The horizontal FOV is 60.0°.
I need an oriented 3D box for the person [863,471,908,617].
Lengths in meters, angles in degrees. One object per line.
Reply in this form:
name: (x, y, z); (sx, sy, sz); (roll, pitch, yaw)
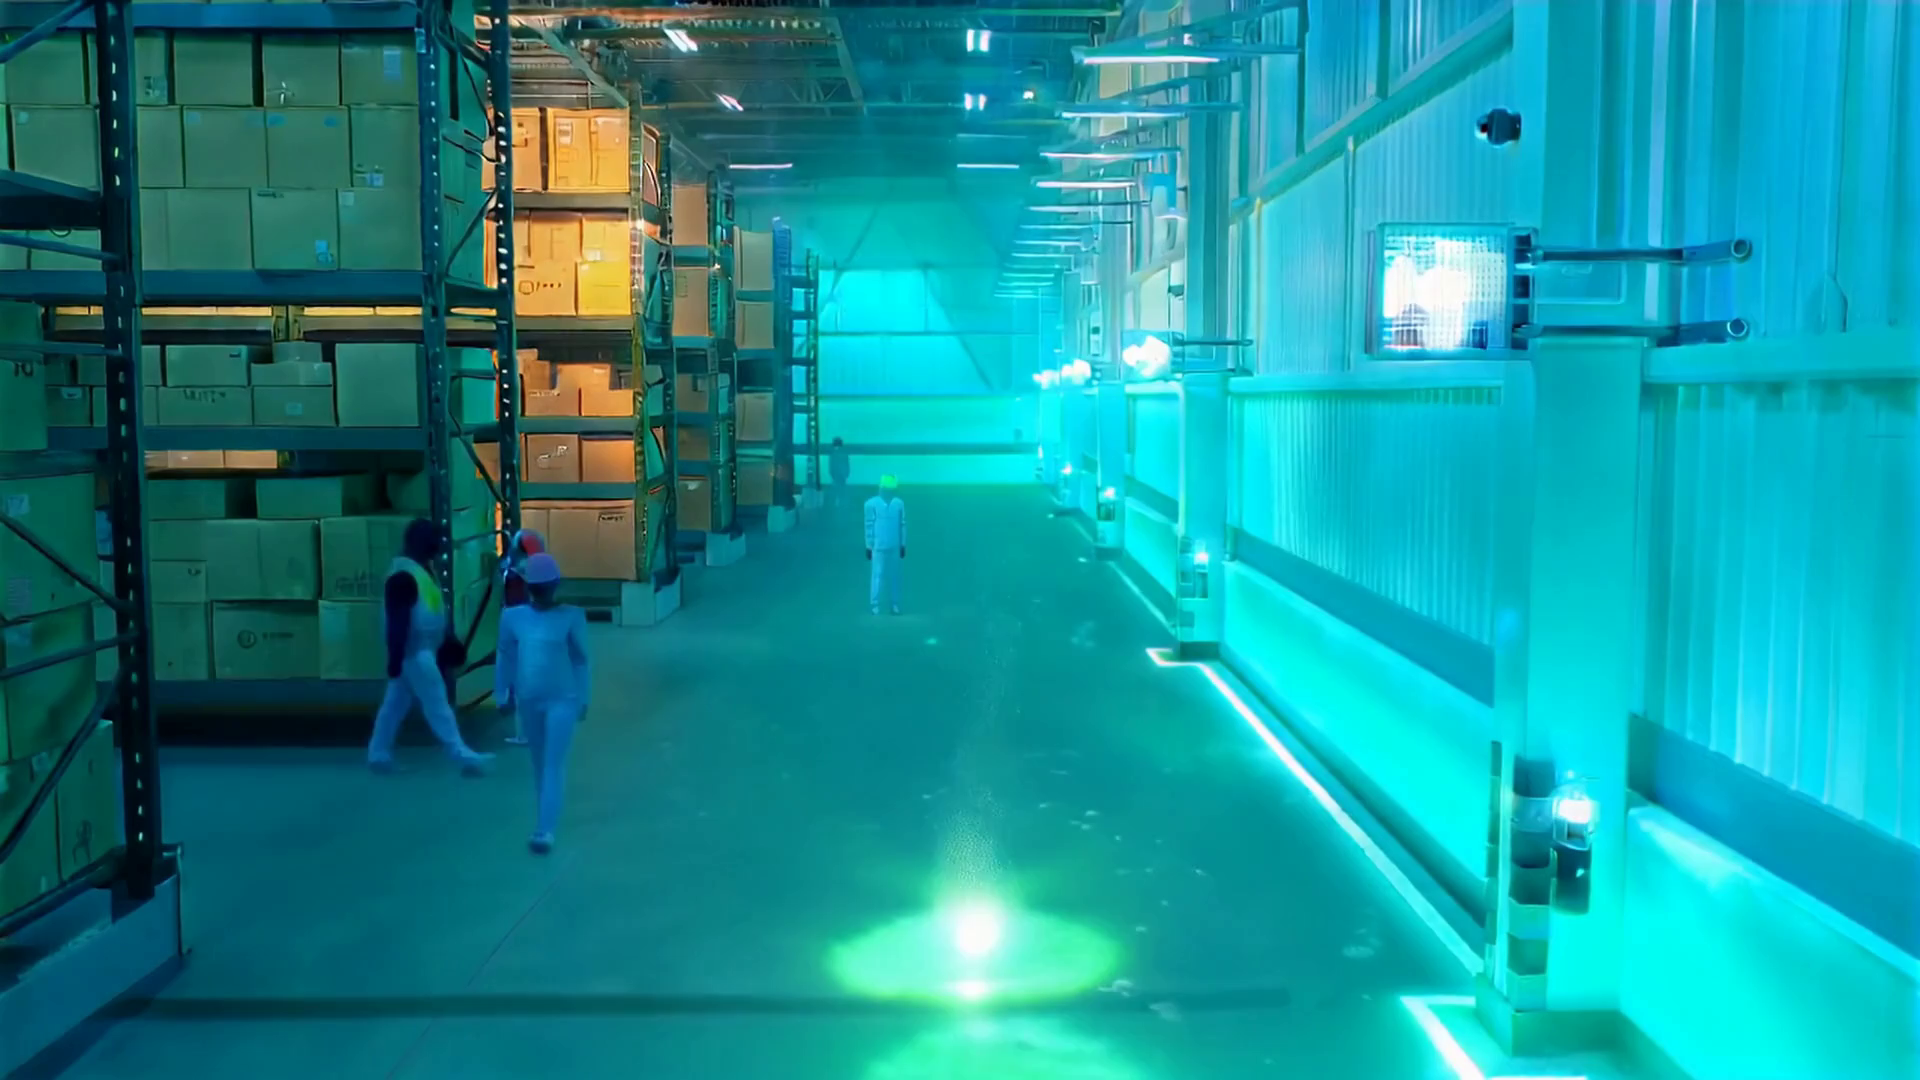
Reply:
person: (-0.876, 0.051, 19.860); (0.566, 1.744, 0.349); (-3, 6, -30)

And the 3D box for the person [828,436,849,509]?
person: (-2.834, -1.573, 38.884); (0.503, 1.716, 0.396); (0, 5, 2)

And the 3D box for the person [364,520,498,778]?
person: (-3.704, 0.750, 11.485); (0.930, 1.782, 0.616); (-1, 5, -10)

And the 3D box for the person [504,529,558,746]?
person: (-3.232, 0.733, 12.583); (0.313, 1.632, 0.525); (3, 6, 31)

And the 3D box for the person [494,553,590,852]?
person: (-2.454, 0.930, 9.809); (0.525, 1.716, 0.953); (0, 5, 3)
